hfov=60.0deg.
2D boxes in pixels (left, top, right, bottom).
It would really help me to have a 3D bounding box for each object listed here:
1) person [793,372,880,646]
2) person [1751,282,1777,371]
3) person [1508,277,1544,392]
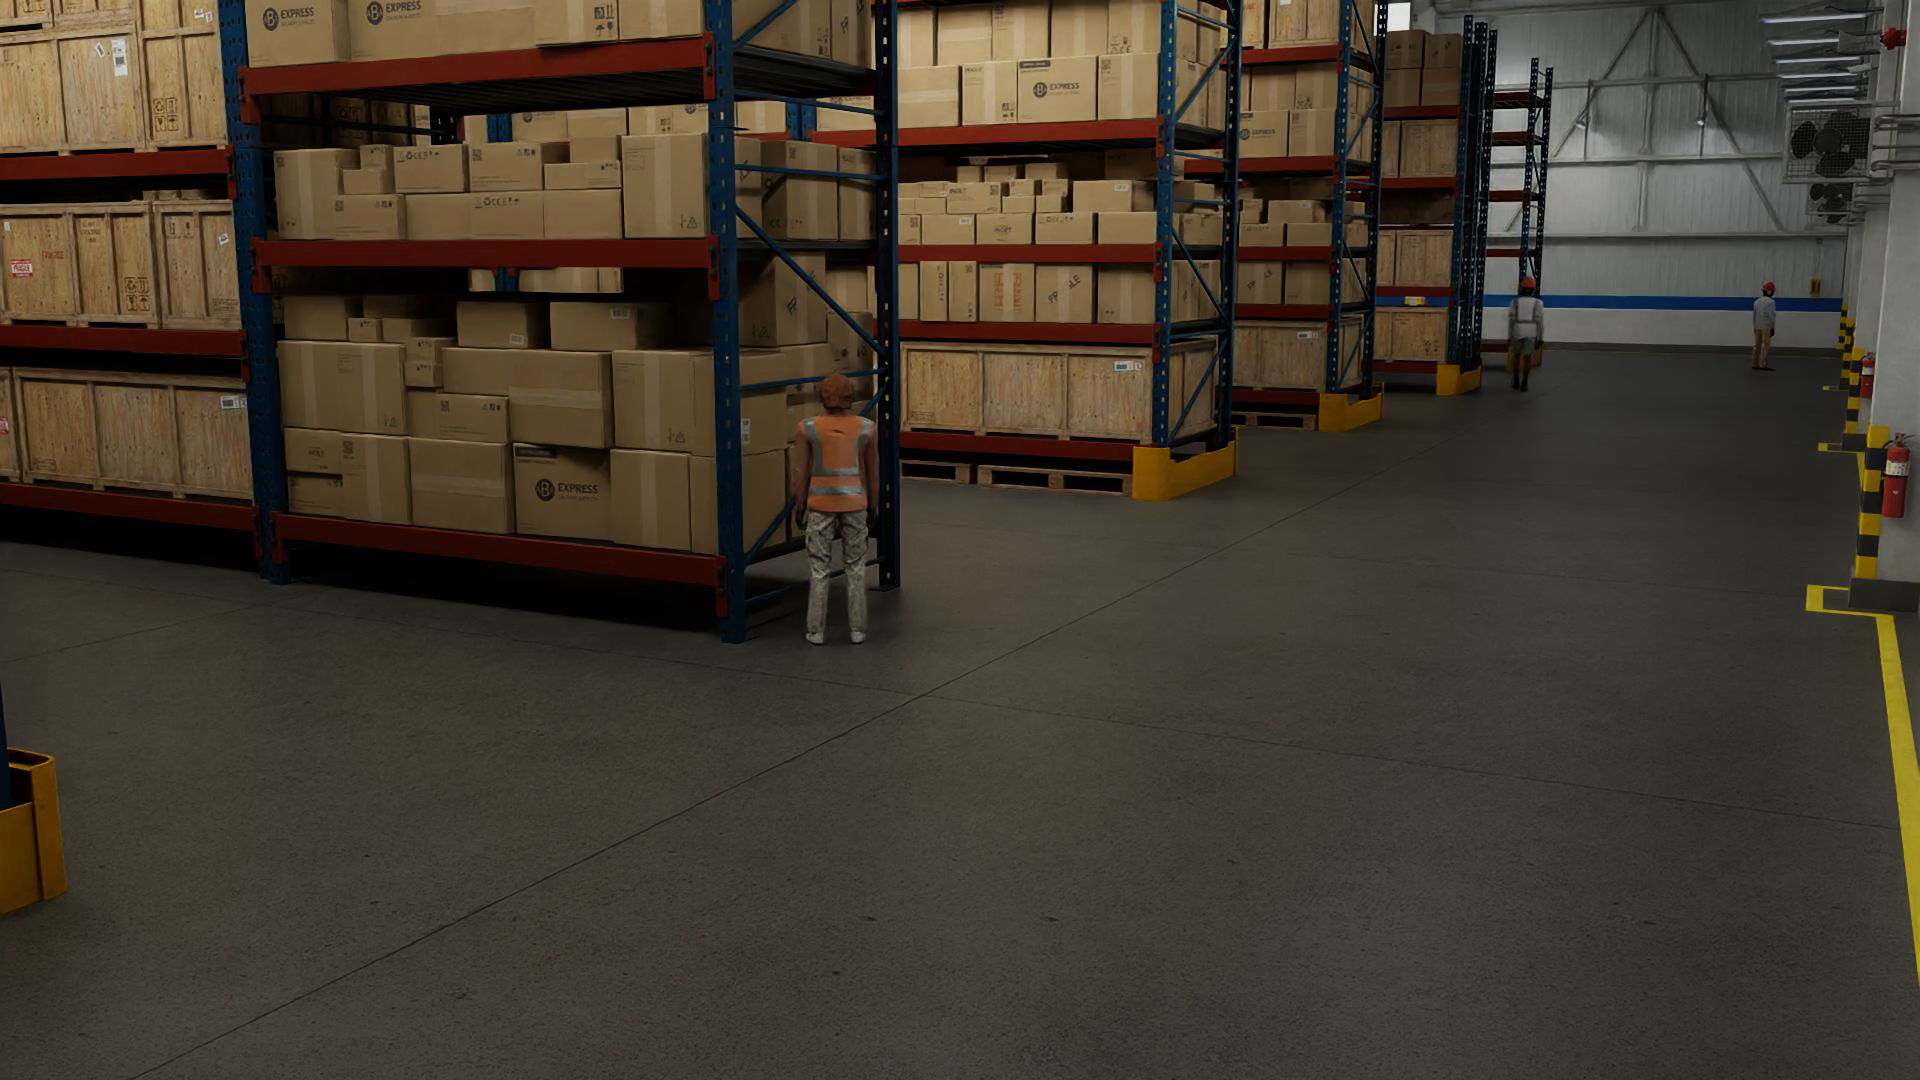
[{"bbox_3d":[-0.727,-0.177,9.896,0.522,1.631,0.317,-2,10,-13],"label":"person"},{"bbox_3d":[15.995,-4.235,33.020,0.337,1.749,0.574,-2,10,-12],"label":"person"},{"bbox_3d":[9.612,-3.485,28.203,0.561,1.910,0.783,5,11,26],"label":"person"}]
